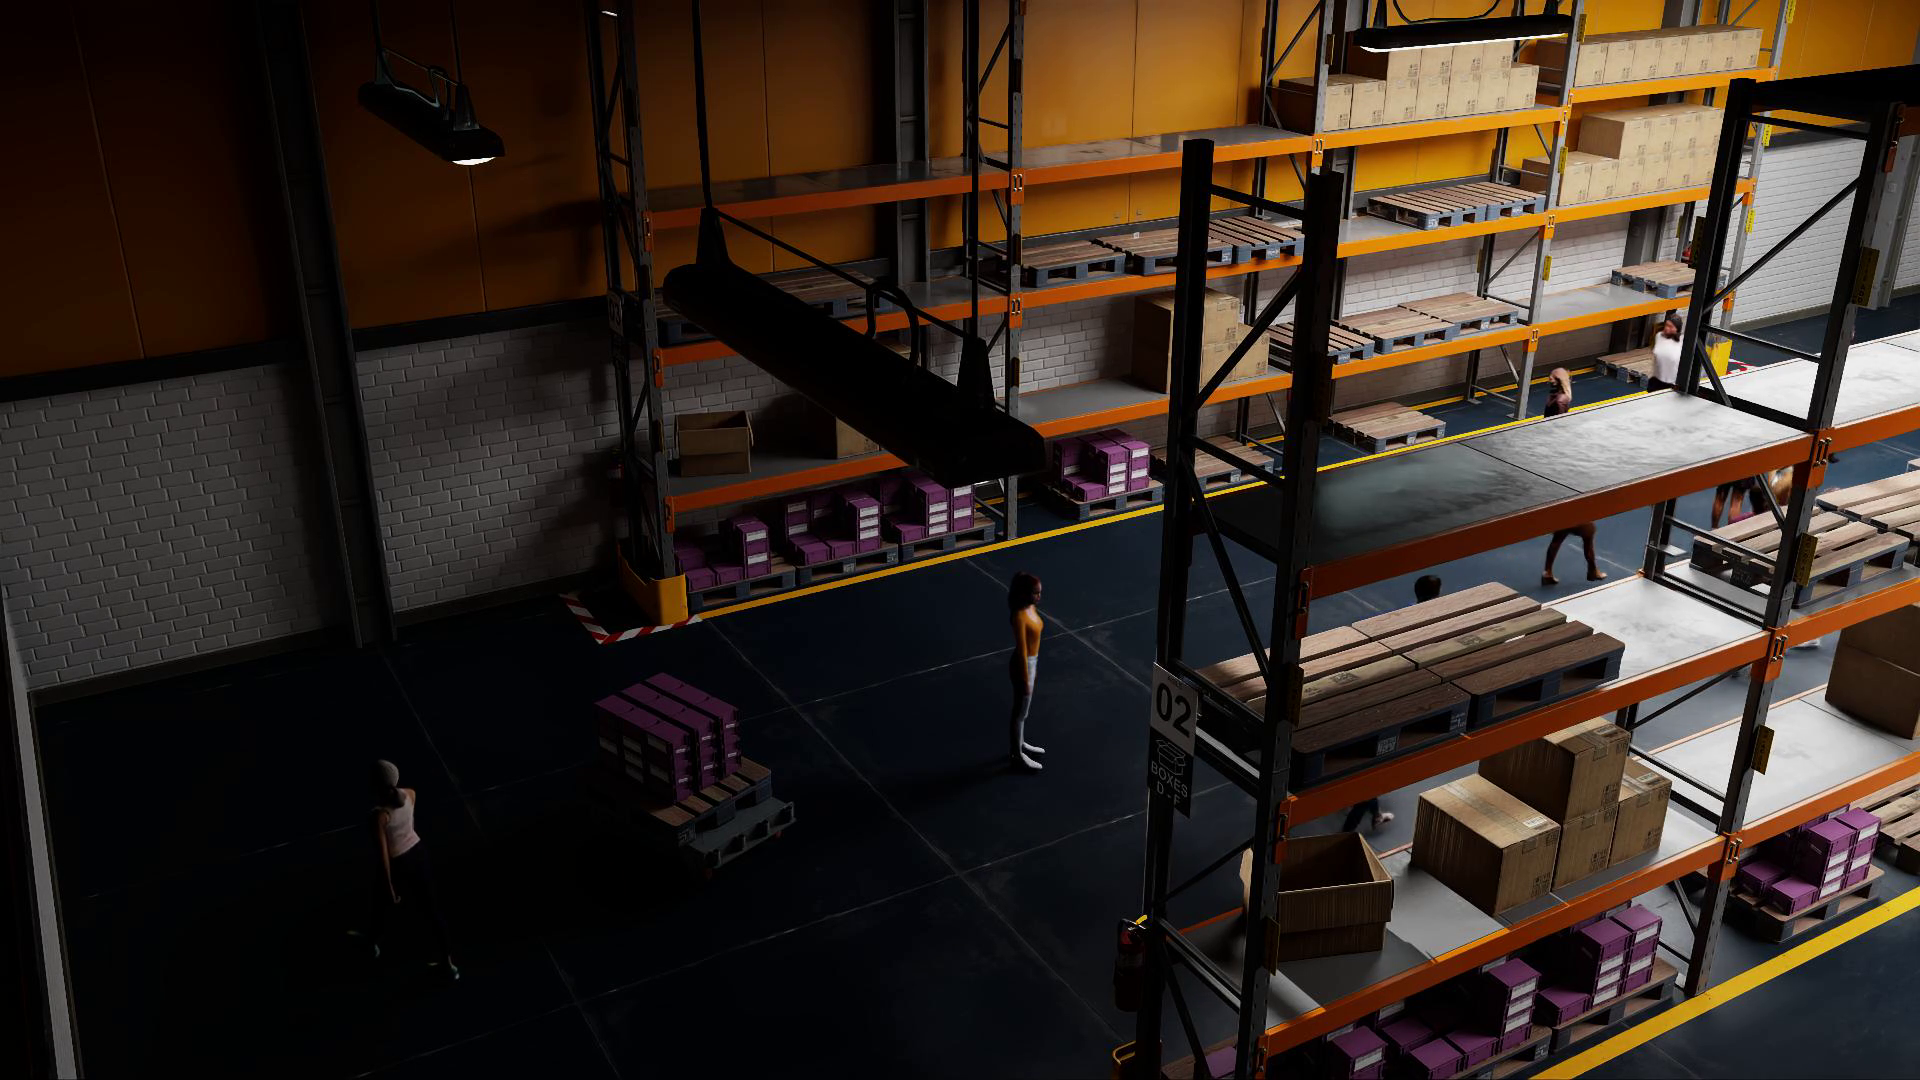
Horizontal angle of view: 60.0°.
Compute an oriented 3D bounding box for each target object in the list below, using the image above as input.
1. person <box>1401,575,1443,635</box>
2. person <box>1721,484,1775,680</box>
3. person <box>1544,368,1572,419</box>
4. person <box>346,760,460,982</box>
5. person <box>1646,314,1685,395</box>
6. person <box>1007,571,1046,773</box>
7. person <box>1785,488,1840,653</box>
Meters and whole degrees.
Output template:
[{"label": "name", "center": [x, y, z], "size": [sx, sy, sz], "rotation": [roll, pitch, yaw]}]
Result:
[{"label": "person", "center": [3.645, 1.164, 13.564], "size": [0.934, 1.853, 0.661], "rotation": [-10, 26, -22]}, {"label": "person", "center": [7.282, 0.322, 15.489], "size": [0.685, 1.855, 0.766], "rotation": [-10, 25, -21]}, {"label": "person", "center": [6.824, -1.153, 19.051], "size": [0.735, 1.705, 0.652], "rotation": [9, 25, 19]}, {"label": "person", "center": [-3.692, 2.273, 11.272], "size": [1.043, 1.657, 1.154], "rotation": [13, 27, 28]}, {"label": "person", "center": [9.051, -2.087, 21.238], "size": [0.983, 1.664, 0.792], "rotation": [-18, 30, -36]}, {"label": "person", "center": [0.530, 1.078, 13.881], "size": [0.742, 1.757, 0.693], "rotation": [4, 24, 9]}, {"label": "person", "center": [8.200, 0.281, 15.804], "size": [0.962, 1.678, 0.743], "rotation": [-6, 24, -13]}]
